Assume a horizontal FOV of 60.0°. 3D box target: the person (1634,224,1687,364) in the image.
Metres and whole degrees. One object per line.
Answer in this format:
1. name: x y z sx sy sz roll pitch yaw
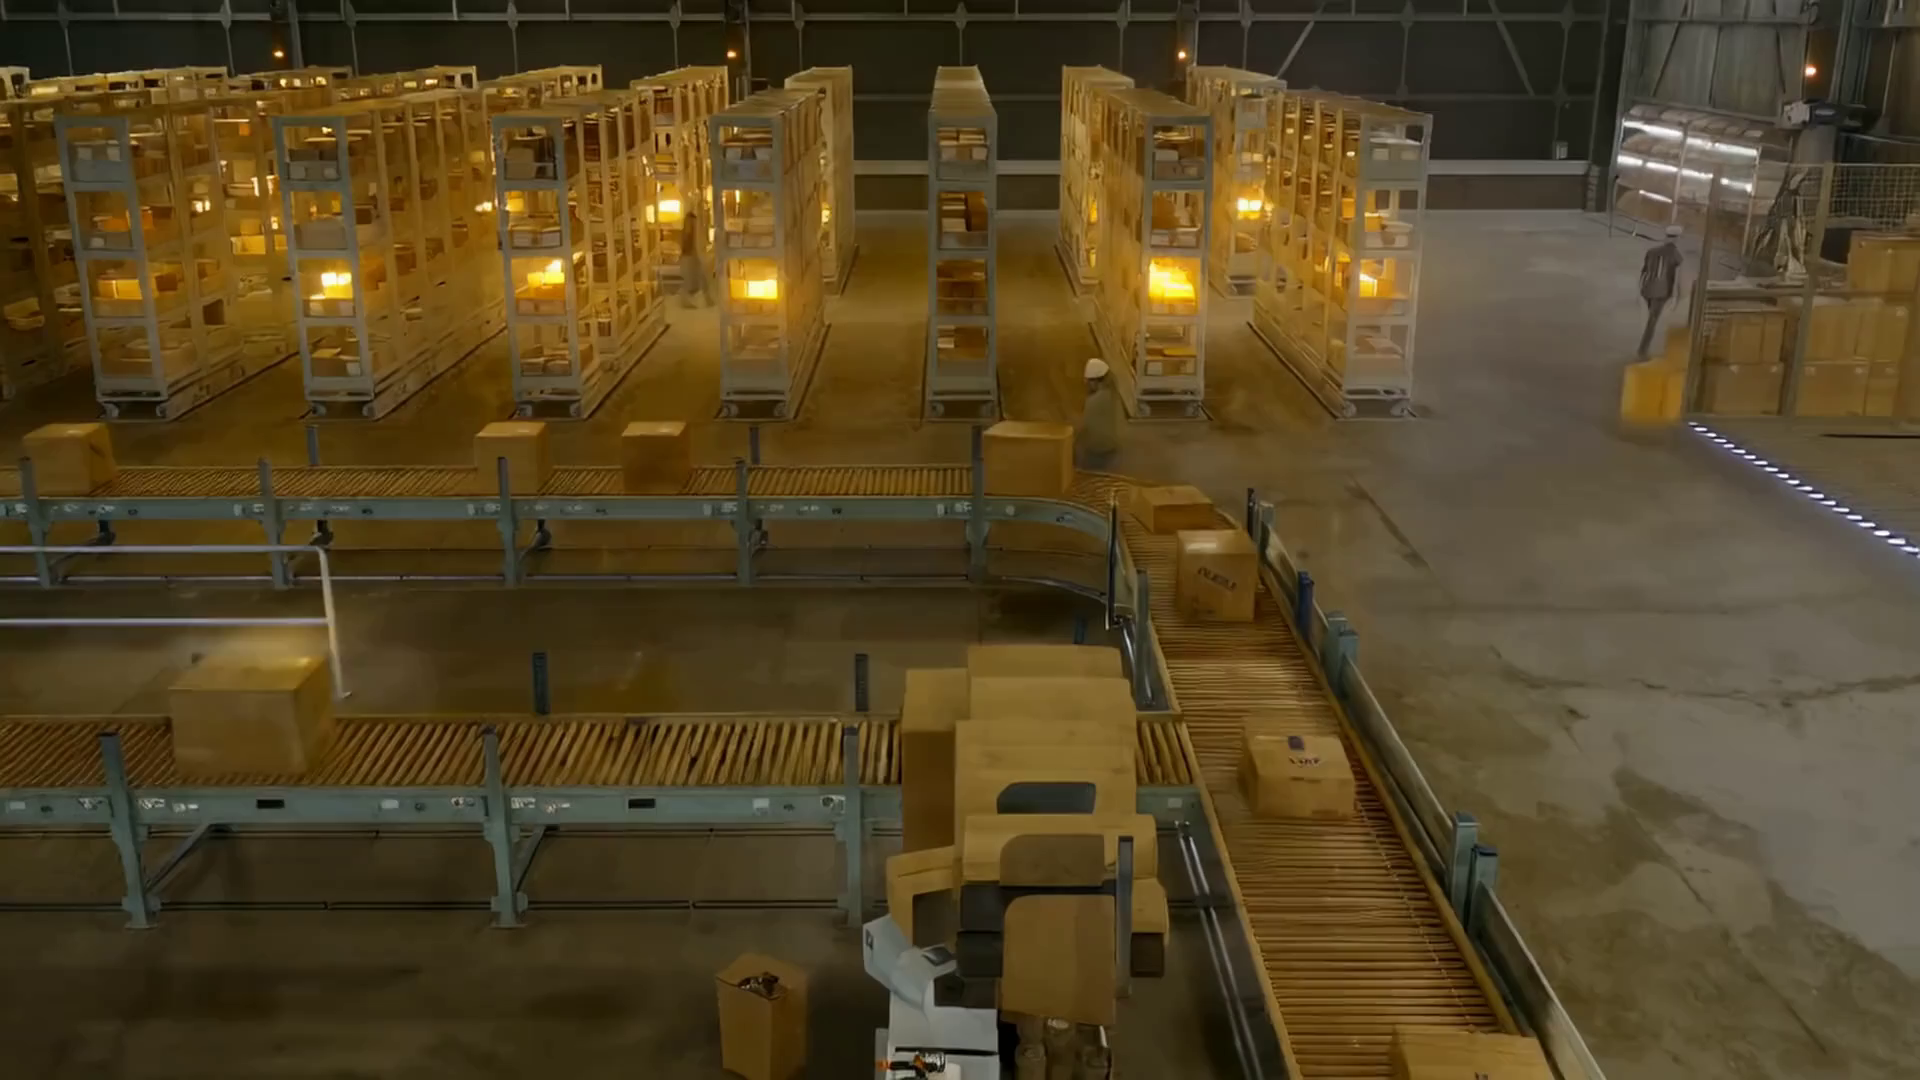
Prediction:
1. person: 9.699 -3.376 22.918 0.998 1.931 0.633 -11 21 -31

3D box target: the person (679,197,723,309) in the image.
1. person: -4.200 -4.646 27.008 0.858 1.808 0.605 1 18 3

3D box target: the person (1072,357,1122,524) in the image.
1. person: 1.370 -0.851 15.487 0.941 1.716 0.513 10 21 29
